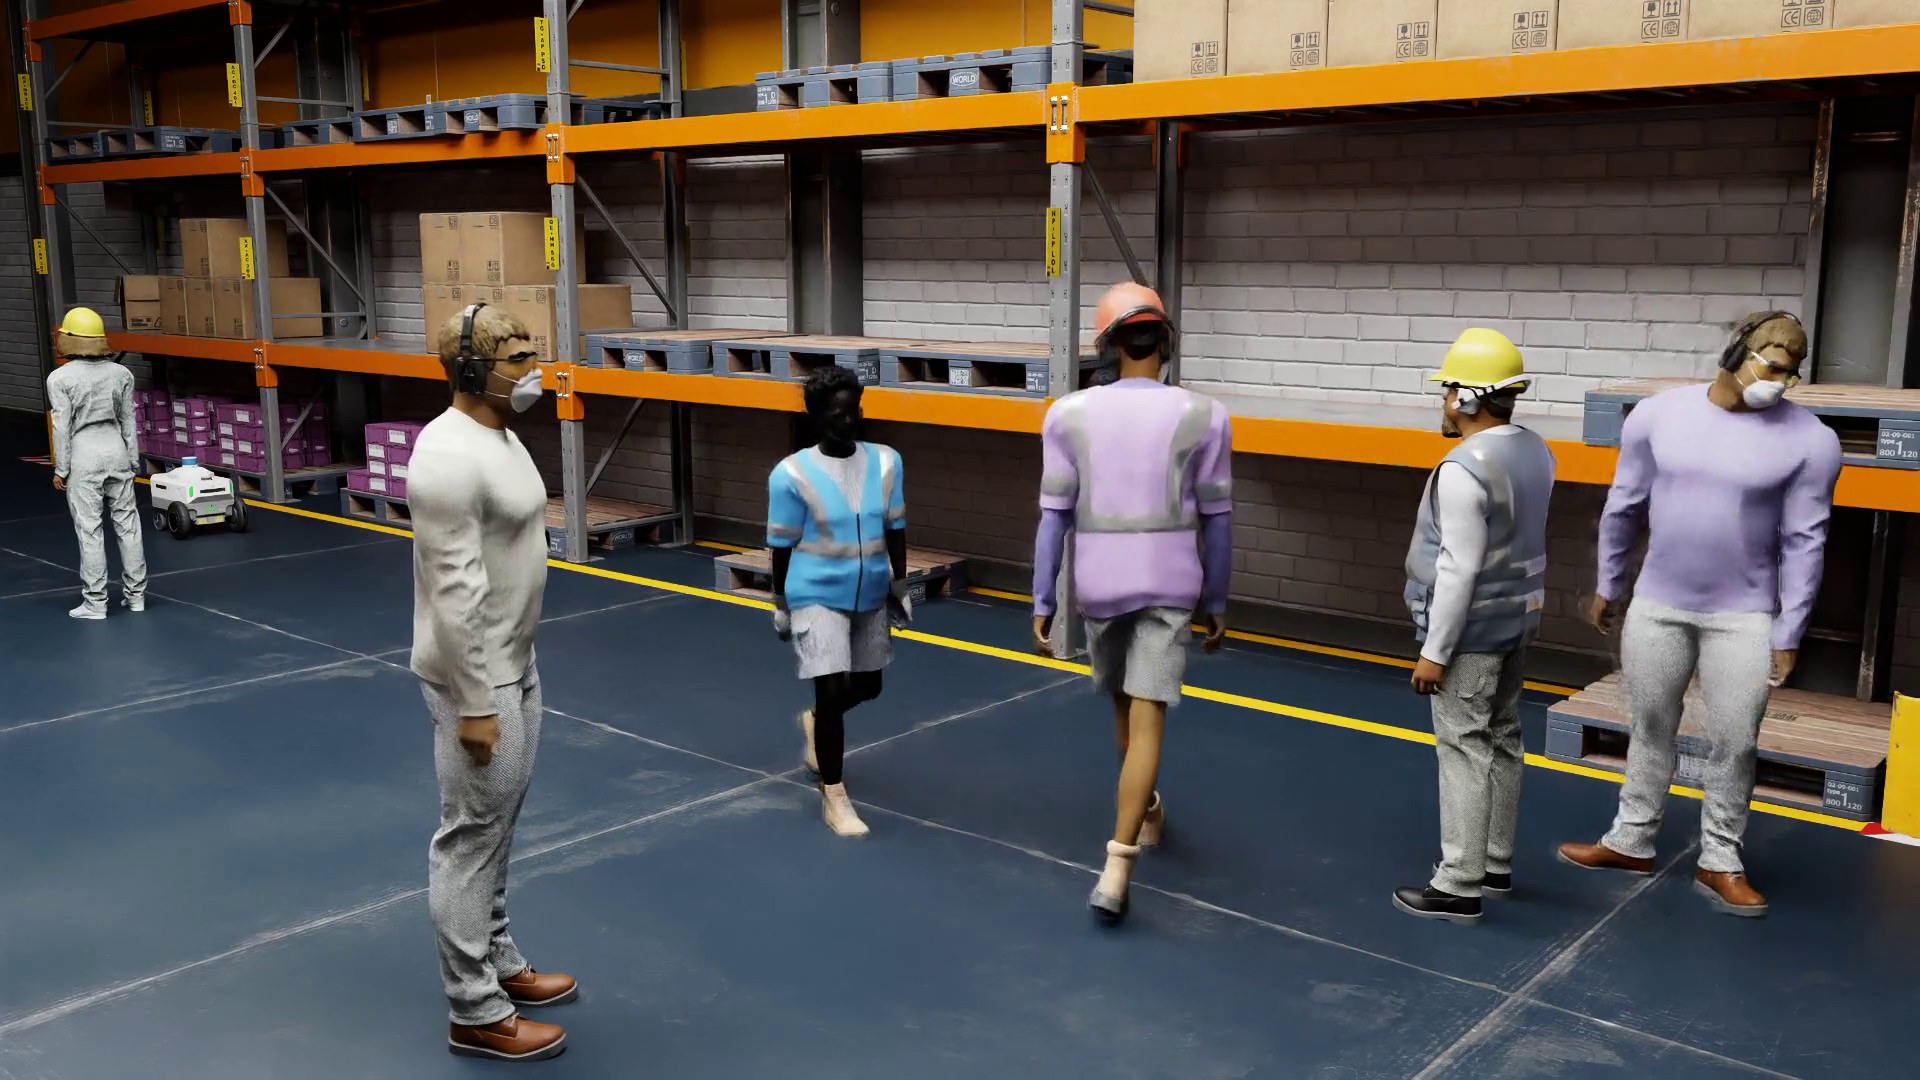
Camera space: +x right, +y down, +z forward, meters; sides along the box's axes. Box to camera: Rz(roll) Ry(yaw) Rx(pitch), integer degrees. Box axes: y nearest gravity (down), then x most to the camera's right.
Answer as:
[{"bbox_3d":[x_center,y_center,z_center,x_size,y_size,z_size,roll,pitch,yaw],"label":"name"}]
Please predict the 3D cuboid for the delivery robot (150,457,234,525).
[{"bbox_3d":[-5.598,-0.364,12.117,0.707,0.478,0.477,9,13,41],"label":"delivery robot"}]

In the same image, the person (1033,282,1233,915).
[{"bbox_3d":[0.552,0.168,5.360,0.623,1.973,1.037,3,10,17],"label":"person"}]

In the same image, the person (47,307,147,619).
[{"bbox_3d":[-4.867,-0.430,9.368,0.284,1.746,0.492,6,12,32],"label":"person"}]

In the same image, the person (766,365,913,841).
[{"bbox_3d":[-0.482,0.190,6.033,0.529,1.673,0.680,-7,12,-33],"label":"person"}]

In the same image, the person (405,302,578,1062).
[{"bbox_3d":[-1.219,0.359,4.324,0.374,1.941,0.627,-1,10,-3],"label":"person"}]

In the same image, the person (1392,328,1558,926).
[{"bbox_3d":[1.577,0.267,5.146,0.403,1.835,0.587,9,13,41],"label":"person"}]

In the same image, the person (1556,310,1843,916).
[{"bbox_3d":[2.289,0.227,5.240,0.784,1.903,0.375,8,13,38],"label":"person"}]
